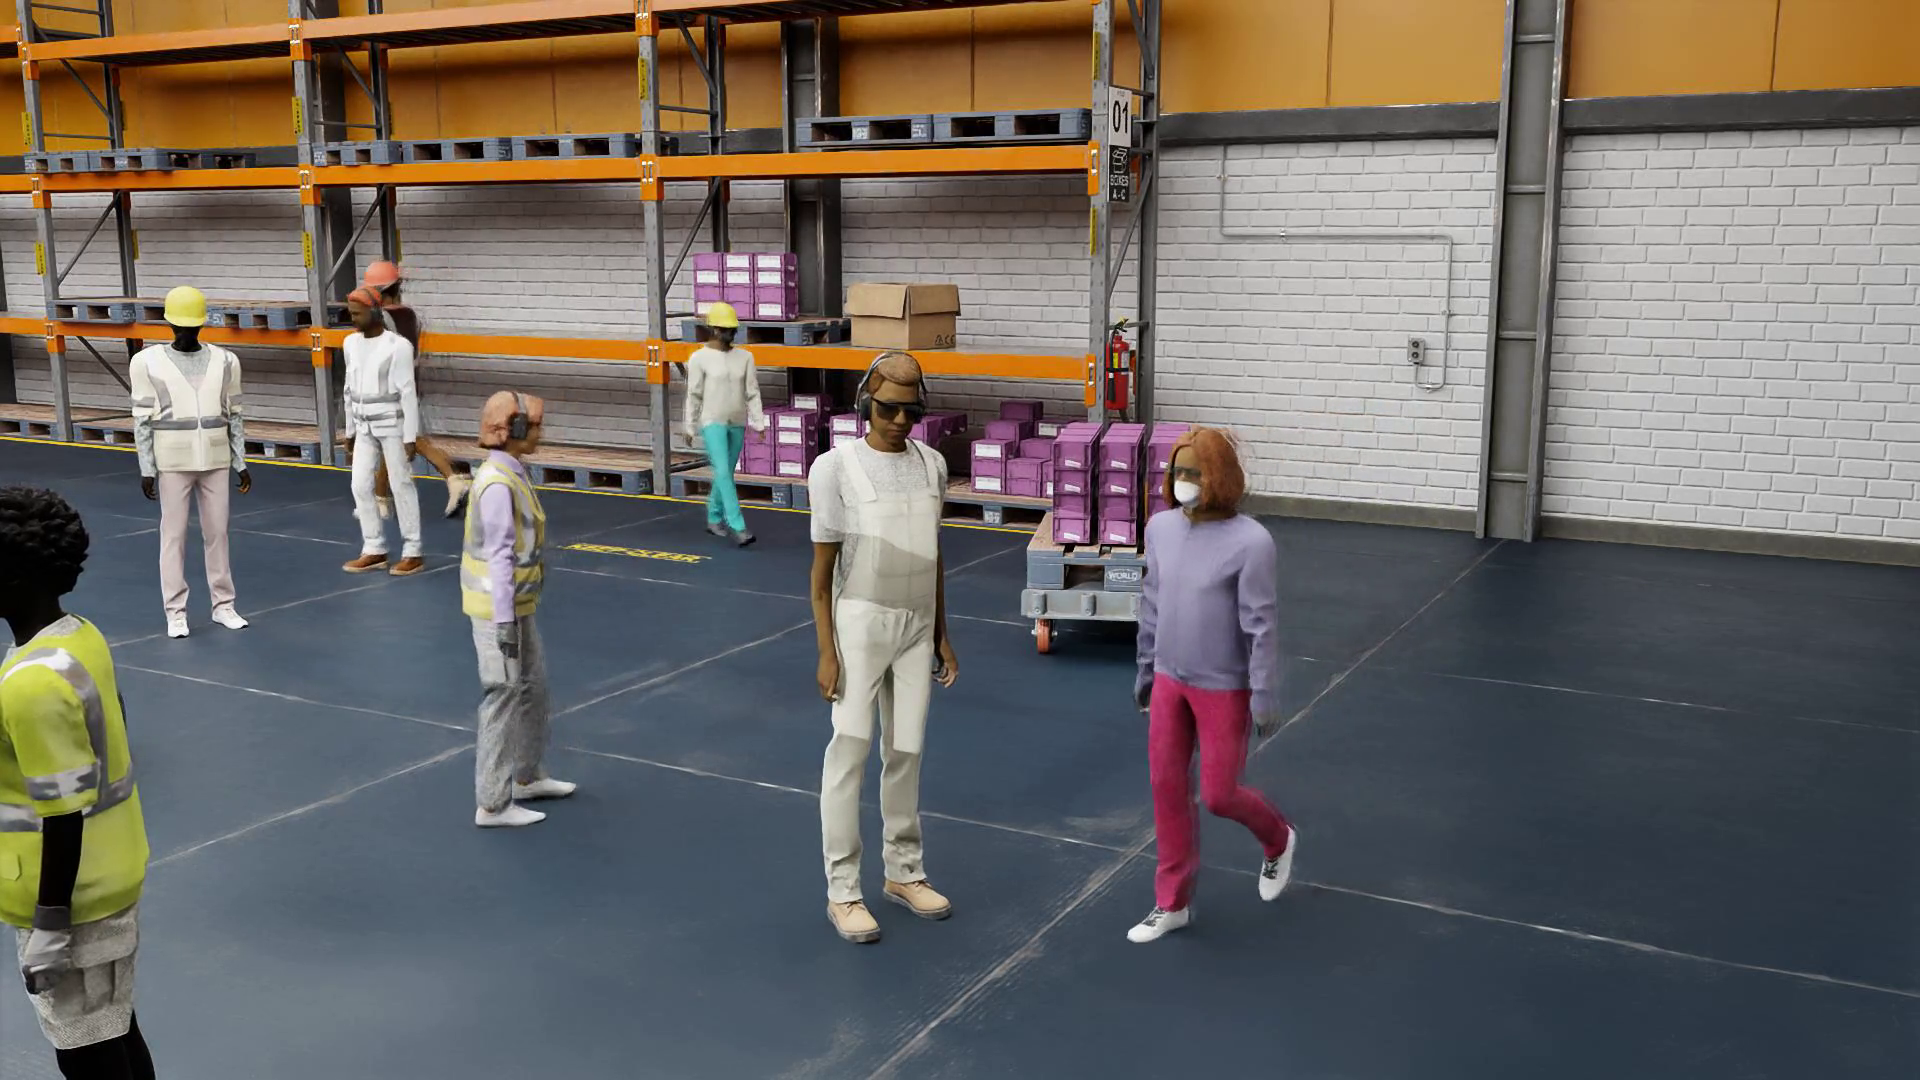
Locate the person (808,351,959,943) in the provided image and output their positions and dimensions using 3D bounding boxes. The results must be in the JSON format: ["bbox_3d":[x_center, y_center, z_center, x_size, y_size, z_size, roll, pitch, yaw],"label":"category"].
[{"bbox_3d":[-0.234,0.326,5.240,0.507,1.840,0.343,-8,13,-36],"label":"person"}]

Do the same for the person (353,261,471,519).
[{"bbox_3d":[-4.258,-1.136,12.789,0.938,2.013,0.624,3,11,17],"label":"person"}]

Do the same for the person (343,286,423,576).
[{"bbox_3d":[-3.750,-0.695,10.759,0.625,1.876,0.404,5,12,27],"label":"person"}]

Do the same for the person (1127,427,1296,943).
[{"bbox_3d":[0.789,0.444,5.201,0.559,1.621,0.510,-9,14,-41],"label":"person"}]

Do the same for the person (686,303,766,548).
[{"bbox_3d":[-1.653,-0.818,11.845,0.530,1.714,0.922,-8,13,-38],"label":"person"}]

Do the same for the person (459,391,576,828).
[{"bbox_3d":[-1.679,0.262,6.165,0.334,1.628,0.585,-2,10,-9],"label":"person"}]

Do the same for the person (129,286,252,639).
[{"bbox_3d":[-4.214,-0.429,9.166,0.585,1.917,0.381,-9,14,-41],"label":"person"}]

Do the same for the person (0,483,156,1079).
[{"bbox_3d":[-1.850,0.725,3.439,0.316,1.695,0.541,-4,11,-22],"label":"person"}]
